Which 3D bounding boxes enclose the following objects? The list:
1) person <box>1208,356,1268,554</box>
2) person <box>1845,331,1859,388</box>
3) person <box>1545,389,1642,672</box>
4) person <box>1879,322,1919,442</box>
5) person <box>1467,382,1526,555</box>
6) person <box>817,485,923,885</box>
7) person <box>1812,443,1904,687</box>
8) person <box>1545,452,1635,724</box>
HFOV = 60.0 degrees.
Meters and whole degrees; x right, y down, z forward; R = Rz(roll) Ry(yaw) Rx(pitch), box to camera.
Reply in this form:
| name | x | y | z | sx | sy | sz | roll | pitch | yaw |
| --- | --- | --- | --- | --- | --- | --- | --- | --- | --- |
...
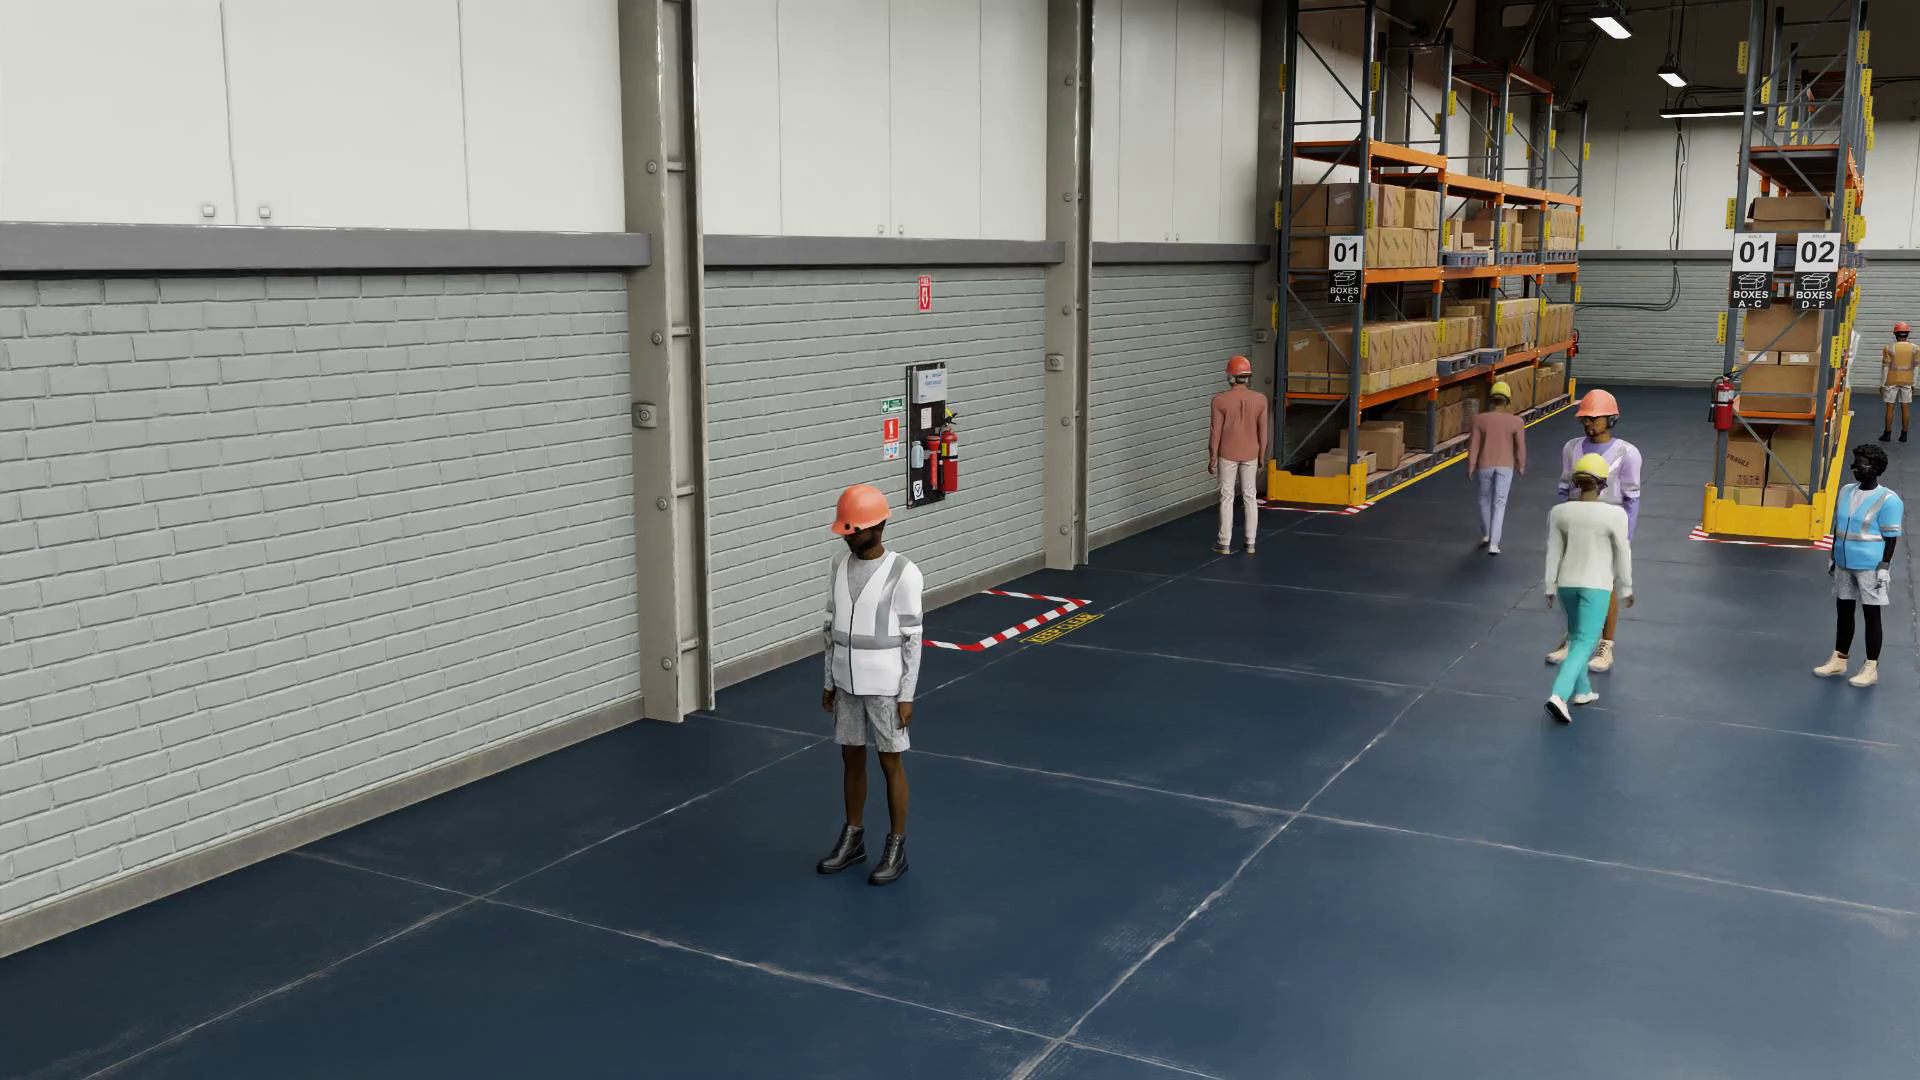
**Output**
| name | x | y | z | sx | sy | sz | roll | pitch | yaw |
| --- | --- | --- | --- | --- | --- | --- | --- | --- | --- |
| person | 2.794 | -0.852 | 16.754 | 0.622 | 1.997 | 0.372 | -2 | 10 | -11 |
| person | 17.151 | -3.456 | 32.493 | 0.646 | 1.824 | 0.965 | 1 | 10 | 5 |
| person | 4.576 | -0.067 | 12.024 | 0.397 | 2.043 | 0.609 | -7 | 12 | -36 |
| person | 15.156 | -2.545 | 26.868 | 0.542 | 1.930 | 0.366 | 2 | 10 | 13 |
| person | 5.463 | -0.741 | 16.916 | 0.548 | 1.720 | 0.903 | 5 | 11 | 26 |
| person | -0.445 | 0.686 | 7.953 | 0.543 | 1.927 | 0.375 | 6 | 11 | 32 |
| person | 6.305 | 0.171 | 11.646 | 0.319 | 1.697 | 0.532 | -3 | 10 | -18 |
| person | 4.027 | 0.299 | 10.797 | 0.862 | 1.729 | 0.529 | -8 | 12 | -39 |
